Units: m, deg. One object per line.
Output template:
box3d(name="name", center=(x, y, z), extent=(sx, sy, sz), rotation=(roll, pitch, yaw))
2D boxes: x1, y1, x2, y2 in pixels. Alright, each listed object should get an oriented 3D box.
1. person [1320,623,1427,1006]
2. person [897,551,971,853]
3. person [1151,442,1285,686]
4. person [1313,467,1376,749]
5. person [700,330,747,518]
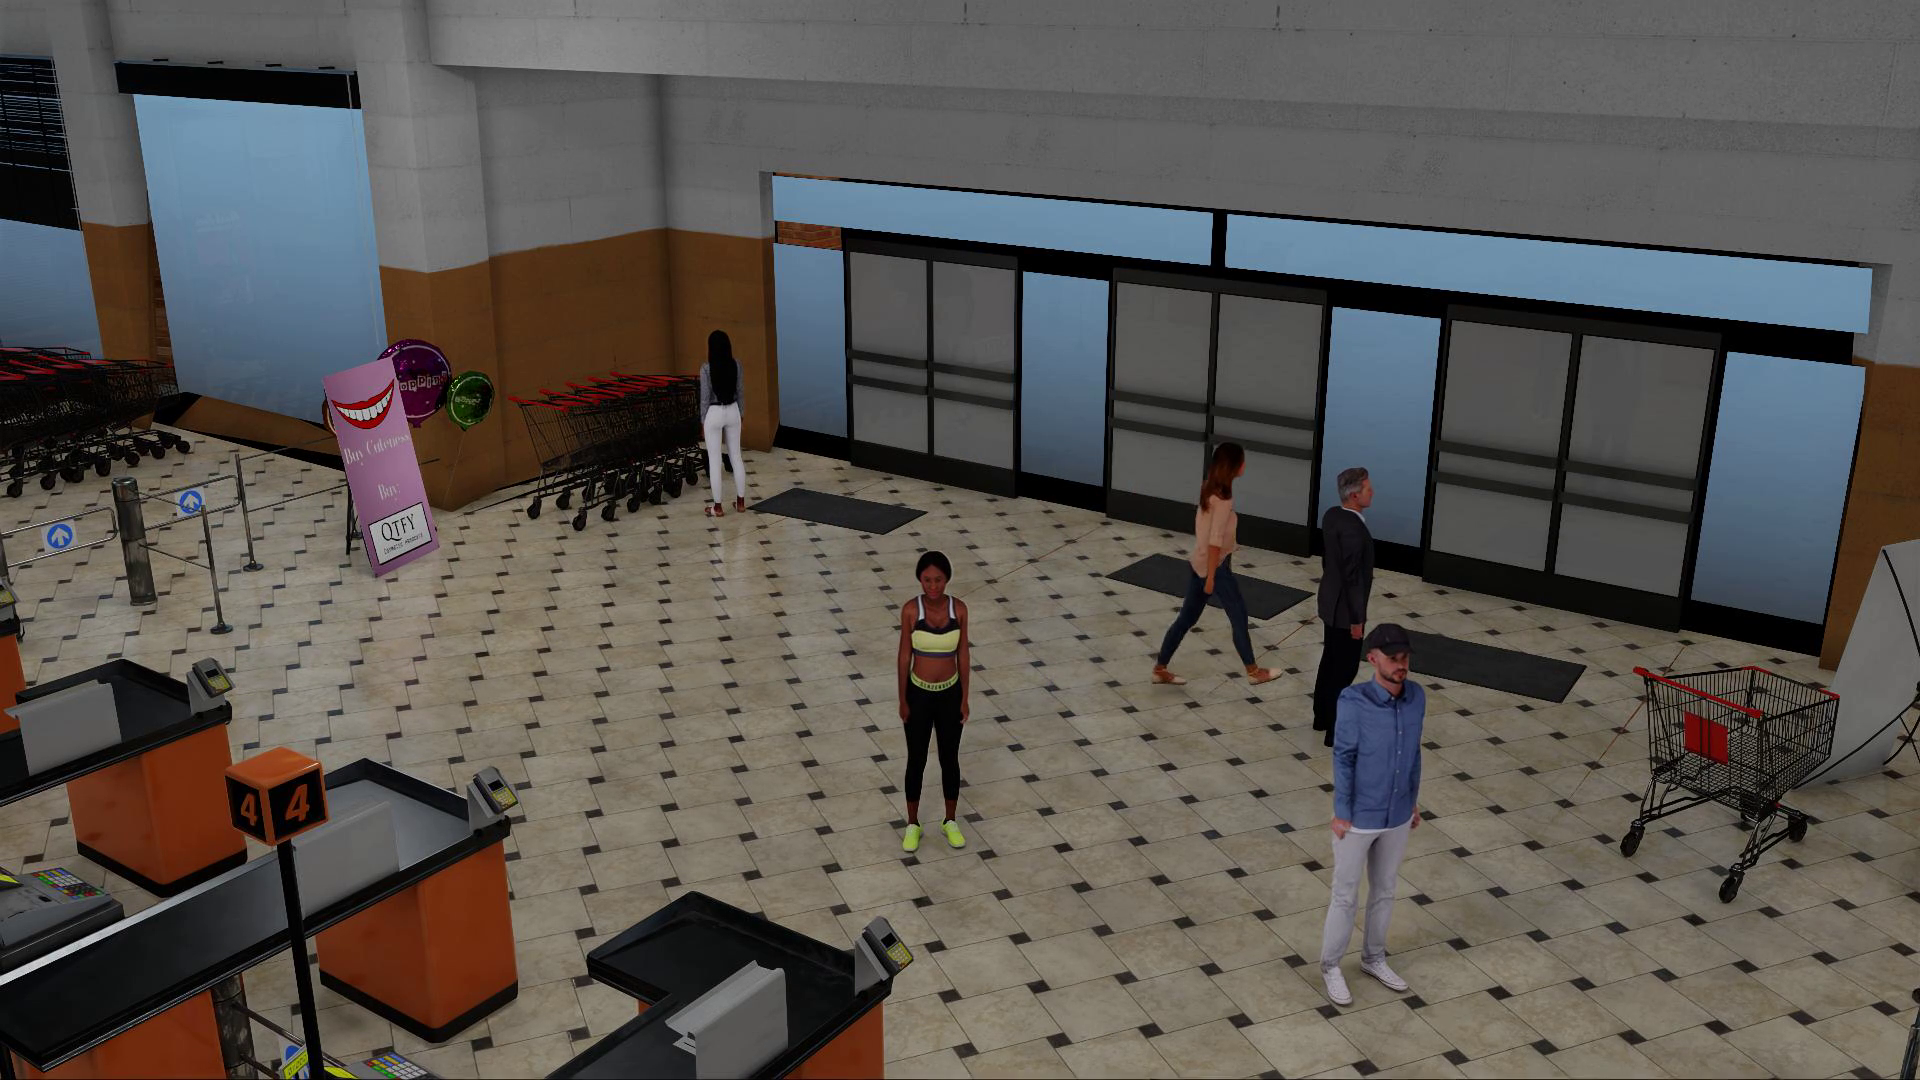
box3d(name="person", center=(1.975, 1.282, 7.942), extent=(0.713, 1.887, 0.806), rotation=(-6, 20, -18))
box3d(name="person", center=(-0.149, 0.889, 9.314), extent=(0.638, 1.755, 0.693), rotation=(-3, 19, -8))
box3d(name="person", center=(1.624, 0.225, 11.321), extent=(1.143, 1.731, 1.128), rotation=(-2, 19, -6))
box3d(name="person", center=(2.456, 0.412, 10.592), extent=(0.871, 1.841, 0.779), rotation=(-1, 19, -3))
box3d(name="person", center=(-2.167, -1.076, 15.186), extent=(0.586, 1.725, 0.722), rotation=(-12, 22, -31))
